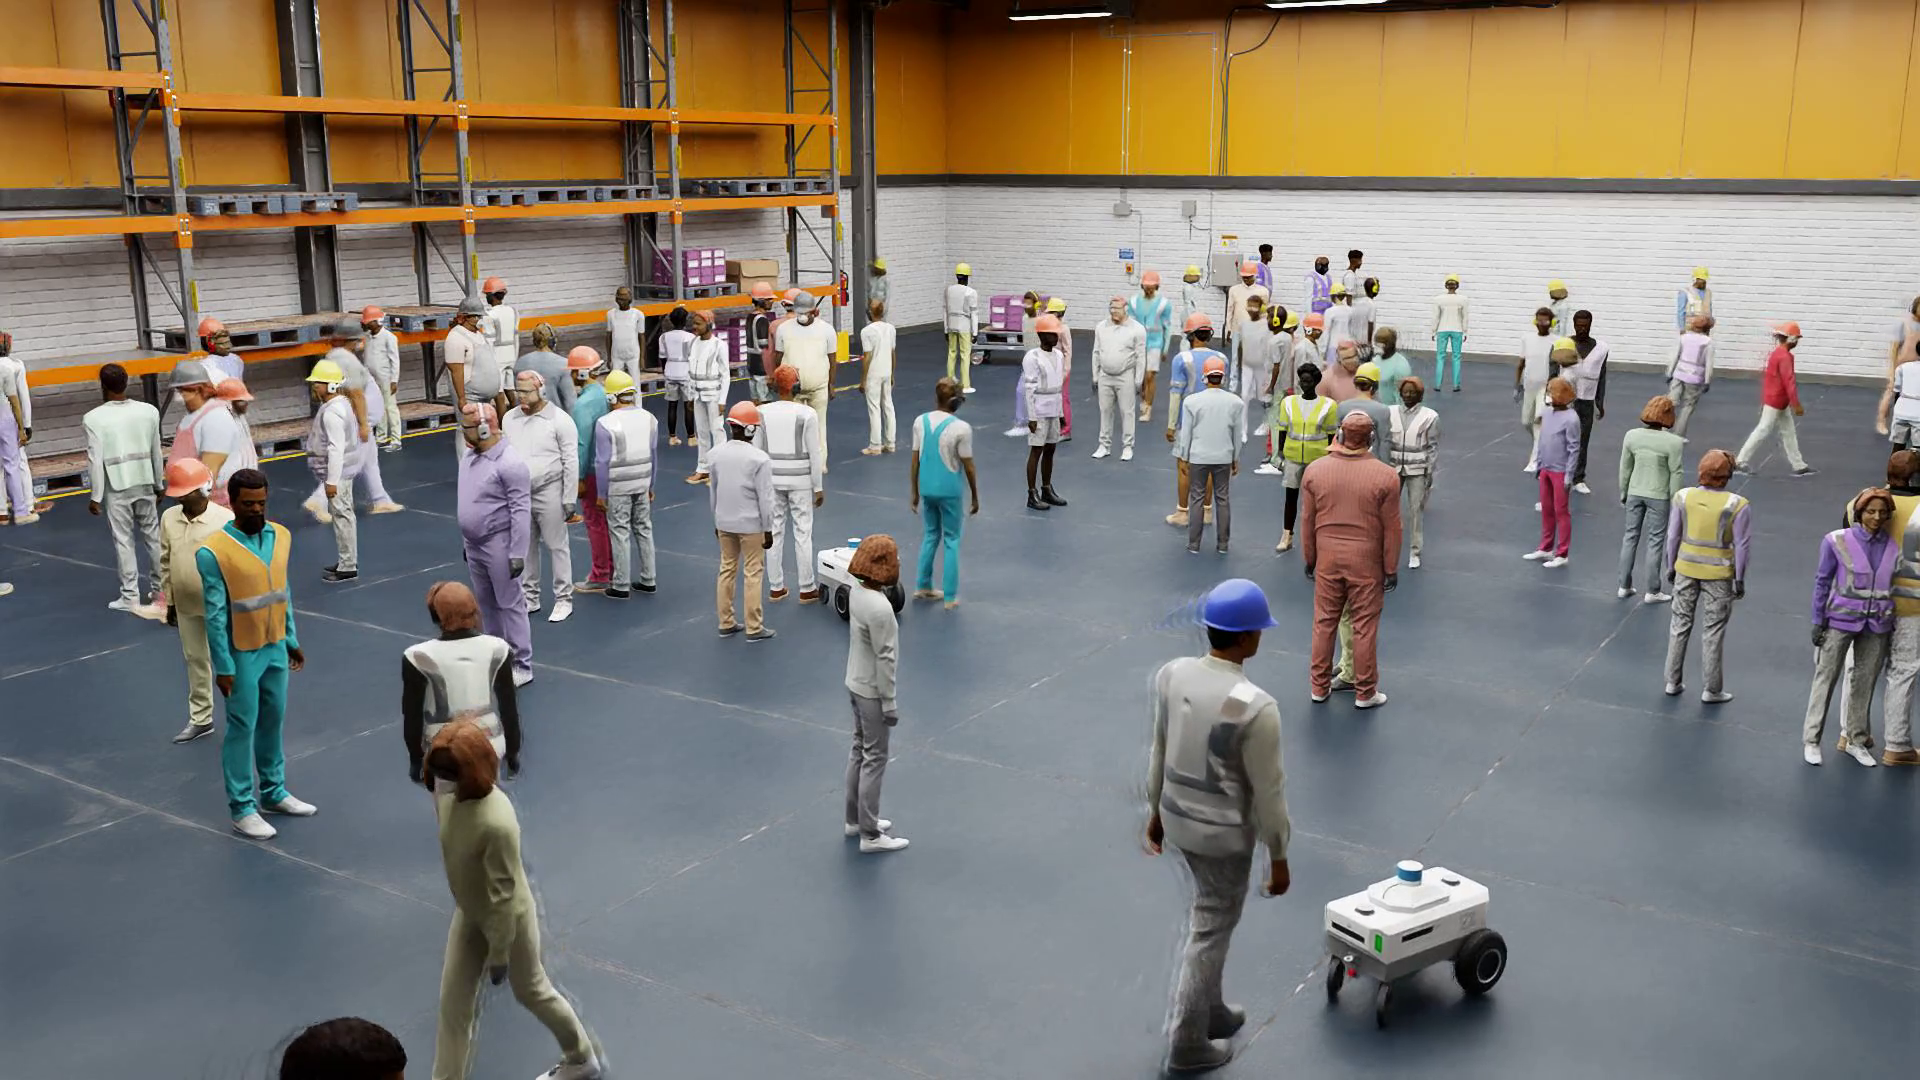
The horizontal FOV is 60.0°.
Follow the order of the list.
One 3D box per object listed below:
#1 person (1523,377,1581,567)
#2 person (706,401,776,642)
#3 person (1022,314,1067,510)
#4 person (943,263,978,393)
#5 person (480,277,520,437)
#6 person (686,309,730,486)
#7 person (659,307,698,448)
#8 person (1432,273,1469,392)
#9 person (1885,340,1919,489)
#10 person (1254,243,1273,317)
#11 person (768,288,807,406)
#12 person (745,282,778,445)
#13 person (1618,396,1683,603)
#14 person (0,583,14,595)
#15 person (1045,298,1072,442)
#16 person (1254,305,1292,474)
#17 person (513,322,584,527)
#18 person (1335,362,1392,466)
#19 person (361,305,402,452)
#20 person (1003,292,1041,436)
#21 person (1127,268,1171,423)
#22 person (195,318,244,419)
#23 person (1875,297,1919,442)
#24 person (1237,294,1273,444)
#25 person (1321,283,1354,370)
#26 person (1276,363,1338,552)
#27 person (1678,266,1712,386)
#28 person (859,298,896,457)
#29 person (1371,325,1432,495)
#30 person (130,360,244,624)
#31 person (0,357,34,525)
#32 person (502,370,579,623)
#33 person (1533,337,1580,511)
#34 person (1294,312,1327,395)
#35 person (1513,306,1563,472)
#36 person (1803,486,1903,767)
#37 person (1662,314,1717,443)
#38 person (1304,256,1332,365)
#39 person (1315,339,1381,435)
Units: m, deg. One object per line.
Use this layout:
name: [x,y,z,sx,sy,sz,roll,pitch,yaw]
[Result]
person: [5.088,-0.583,14.229,0.268,1.631,0.507,-3,13,-12]
person: [-1.564,-0.139,12.063,0.567,1.743,0.352,8,15,31]
person: [0.863,-1.277,16.561,0.350,1.942,0.545,11,17,39]
person: [0.018,-3.140,24.709,0.582,1.919,0.395,7,15,28]
person: [-5.591,-2.158,20.164,0.378,2.041,0.615,5,14,23]
person: [-2.692,-1.511,17.707,0.572,1.883,0.353,10,17,38]
person: [-3.361,-1.954,20.033,0.531,1.698,0.320,5,14,22]
person: [7.319,-3.096,24.858,0.523,1.760,0.325,4,13,16]
person: [9.767,-1.248,16.996,0.319,1.688,0.539,-6,14,-25]
person: [5.350,-4.263,29.458,0.372,1.966,0.608,5,14,22]
person: [-1.902,-1.867,19.072,0.616,1.962,0.395,7,15,27]
person: [-2.290,-1.976,19.369,0.377,2.045,0.605,-6,14,-24]
person: [5.435,-0.323,13.100,0.265,1.632,0.508,-10,16,-36]
person: [-7.929,-0.518,13.154,0.609,1.995,0.378,3,13,13]
person: [1.195,-2.094,20.492,0.329,1.767,0.529,-4,14,-18]
person: [3.475,-1.656,18.368,0.328,1.870,0.510,6,14,24]
person: [-3.889,-1.083,15.727,0.627,1.940,0.371,4,13,16]
person: [3.437,-0.637,14.198,0.340,1.760,0.531,-12,17,-41]
person: [-6.903,-1.922,19.781,0.563,1.747,0.348,8,15,33]
person: [0.877,-2.181,20.734,0.848,1.823,0.526,-10,17,-38]
person: [2.497,-2.589,22.061,0.632,2.028,0.585,5,14,22]
person: [-7.180,-1.179,16.148,0.358,1.937,0.548,4,13,15]
person: [11.747,-2.129,20.614,0.519,1.799,1.005,1,13,3]
person: [3.667,-2.137,20.547,0.515,1.837,0.838,7,15,27]
person: [5.217,-2.681,23.057,0.523,1.758,0.348,-8,15,-32]
person: [3.047,-0.715,14.660,0.541,1.696,0.315,6,14,23]
person: [11.246,-3.265,25.445,0.597,1.826,0.404,-4,13,-16]
person: [-0.963,-1.901,19.478,0.511,1.844,0.328,-13,18,-43]
person: [4.192,-1.142,16.098,0.911,1.901,0.644,-3,13,-12]
person: [-5.671,-0.354,12.343,0.988,2.000,0.688,-13,18,-43]
person: [-9.164,-1.089,15.866,0.340,1.885,0.586,9,16,35]
person: [-3.189,-0.328,12.526,0.655,1.904,0.407,5,14,20]
person: [5.897,-1.148,16.514,0.439,1.706,0.534,6,14,24]
person: [3.936,-1.685,18.747,0.326,1.751,0.561,7,15,27]
person: [6.528,-1.715,18.677,0.523,1.852,0.754,11,17,38]
person: [5.139,0.498,9.526,0.517,1.639,0.313,1,13,6]
person: [8.768,-1.930,20.145,0.628,1.604,0.569,-7,15,-29]
person: [6.007,-3.823,27.854,0.628,1.835,0.430,-12,18,-42]
person: [3.528,-0.923,15.258,0.671,1.855,0.794,-5,14,-21]
